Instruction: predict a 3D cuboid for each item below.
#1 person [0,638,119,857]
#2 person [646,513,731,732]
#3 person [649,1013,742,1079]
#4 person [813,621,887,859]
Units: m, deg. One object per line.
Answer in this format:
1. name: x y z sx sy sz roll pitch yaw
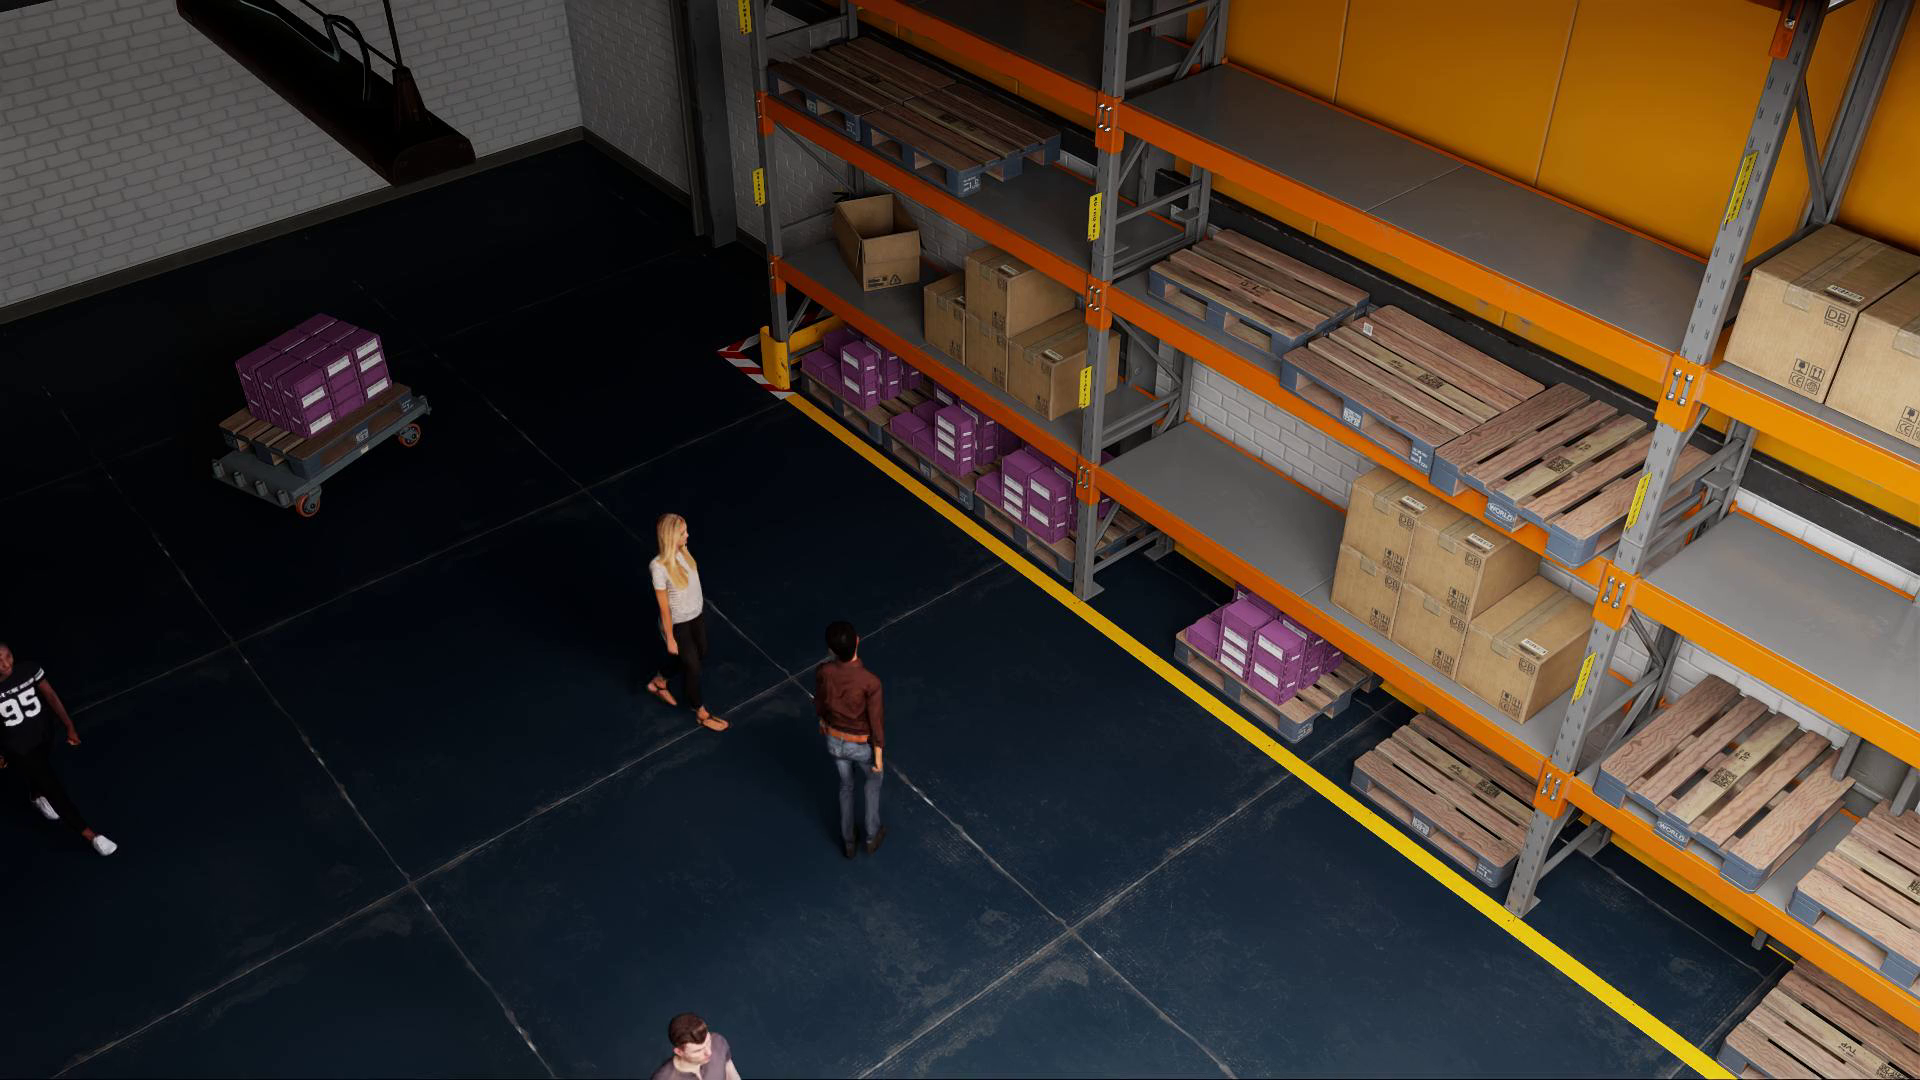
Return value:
1. person: -5.966 1.242 10.574 1.267 1.678 0.883 22 43 25
2. person: -1.969 0.539 11.342 0.984 1.818 0.886 11 40 13
3. person: -1.378 2.922 8.347 0.886 1.832 0.763 26 45 29
4. person: -0.682 1.321 10.428 0.772 1.736 0.864 20 43 23
